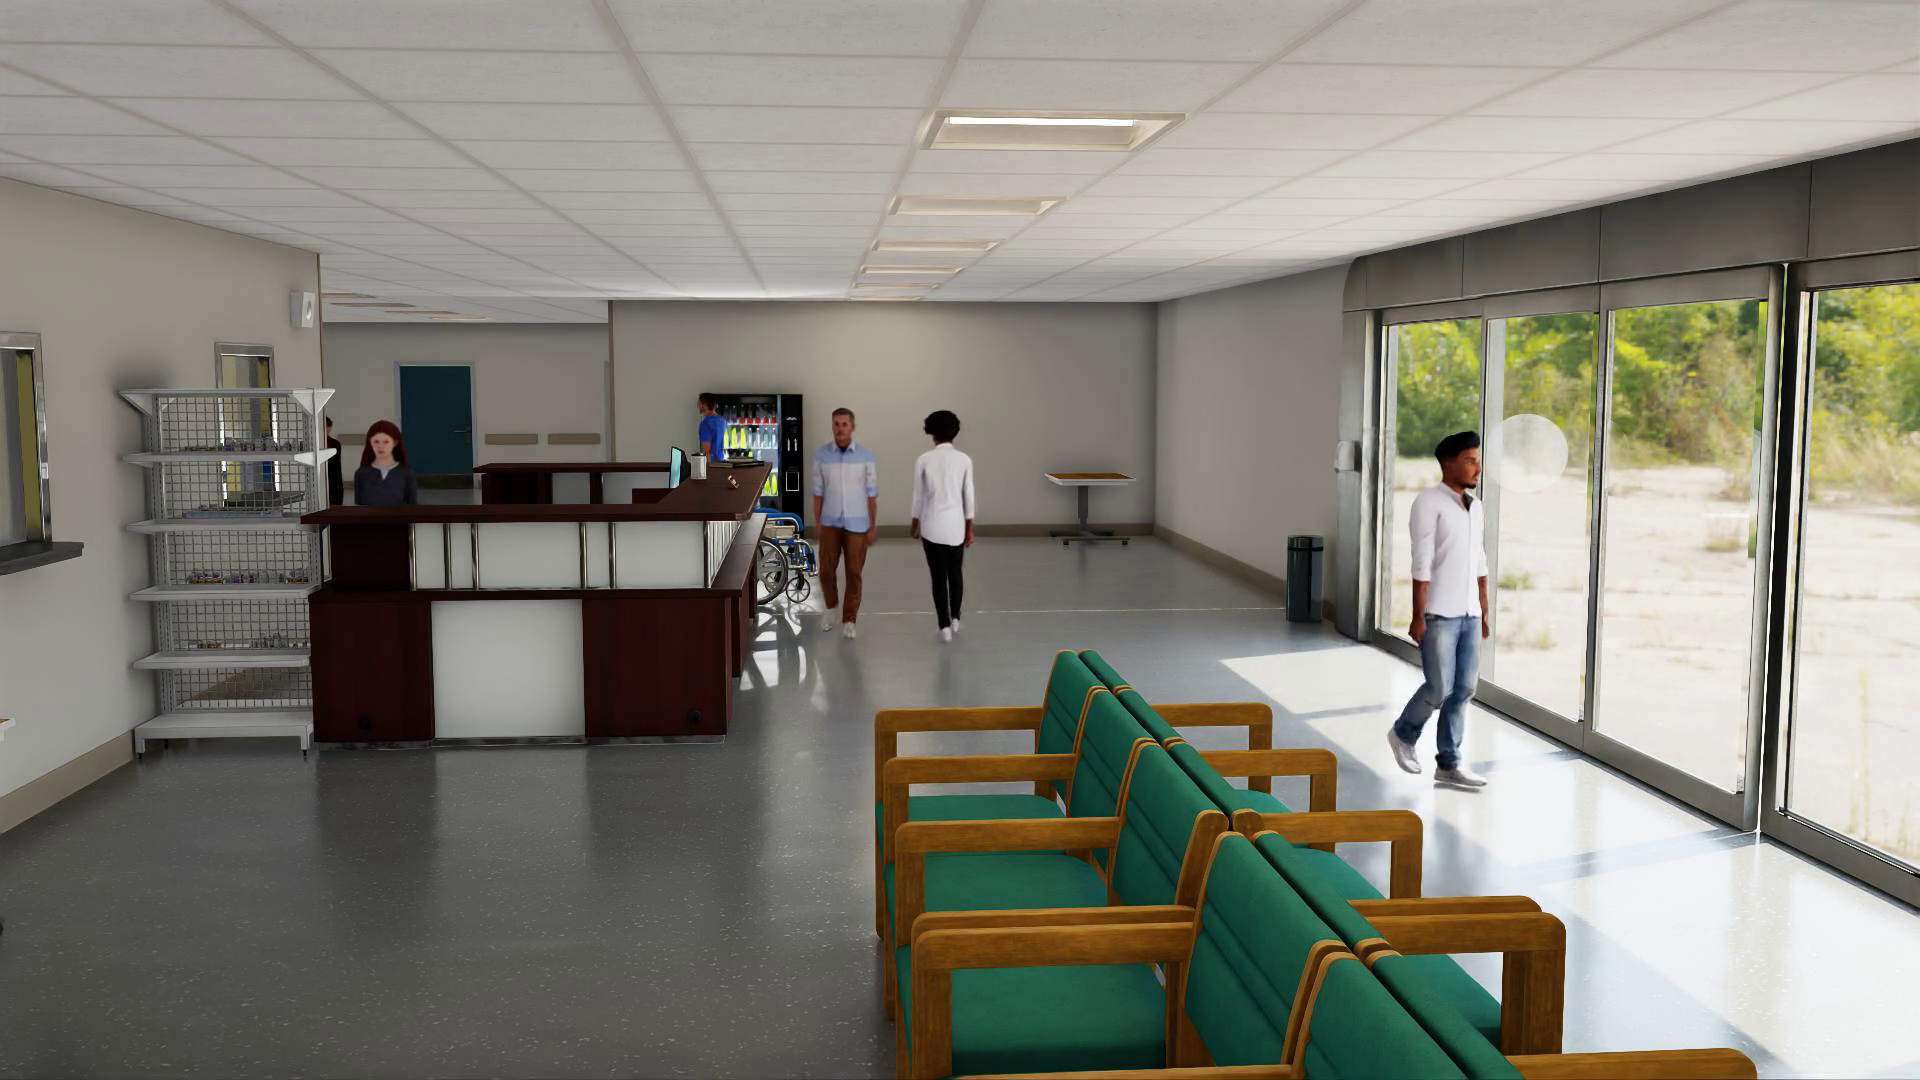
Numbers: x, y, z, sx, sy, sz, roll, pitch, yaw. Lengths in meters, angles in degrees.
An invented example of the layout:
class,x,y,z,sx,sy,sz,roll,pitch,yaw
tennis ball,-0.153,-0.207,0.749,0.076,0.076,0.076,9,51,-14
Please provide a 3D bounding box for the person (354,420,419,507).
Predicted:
class,x,y,z,sx,sy,sz,roll,pitch,yaw
person,-3.860,0.080,11.244,0.517,1.774,0.678,0,6,-4

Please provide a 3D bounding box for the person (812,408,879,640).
class,x,y,z,sx,sy,sz,roll,pitch,yaw
person,-0.901,-0.137,13.191,0.629,1.814,0.773,0,6,2

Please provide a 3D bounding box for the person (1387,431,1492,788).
class,x,y,z,sx,sy,sz,roll,pitch,yaw
person,2.428,0.344,8.473,0.855,1.803,0.902,-4,7,-34

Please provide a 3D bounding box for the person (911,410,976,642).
class,x,y,z,sx,sy,sz,roll,pitch,yaw
person,-0.115,-0.099,12.980,0.878,1.782,0.747,-1,6,-12

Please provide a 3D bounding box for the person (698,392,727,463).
class,x,y,z,sx,sy,sz,roll,pitch,yaw
person,-2.828,-0.803,19.623,1.012,1.852,0.851,2,6,20
